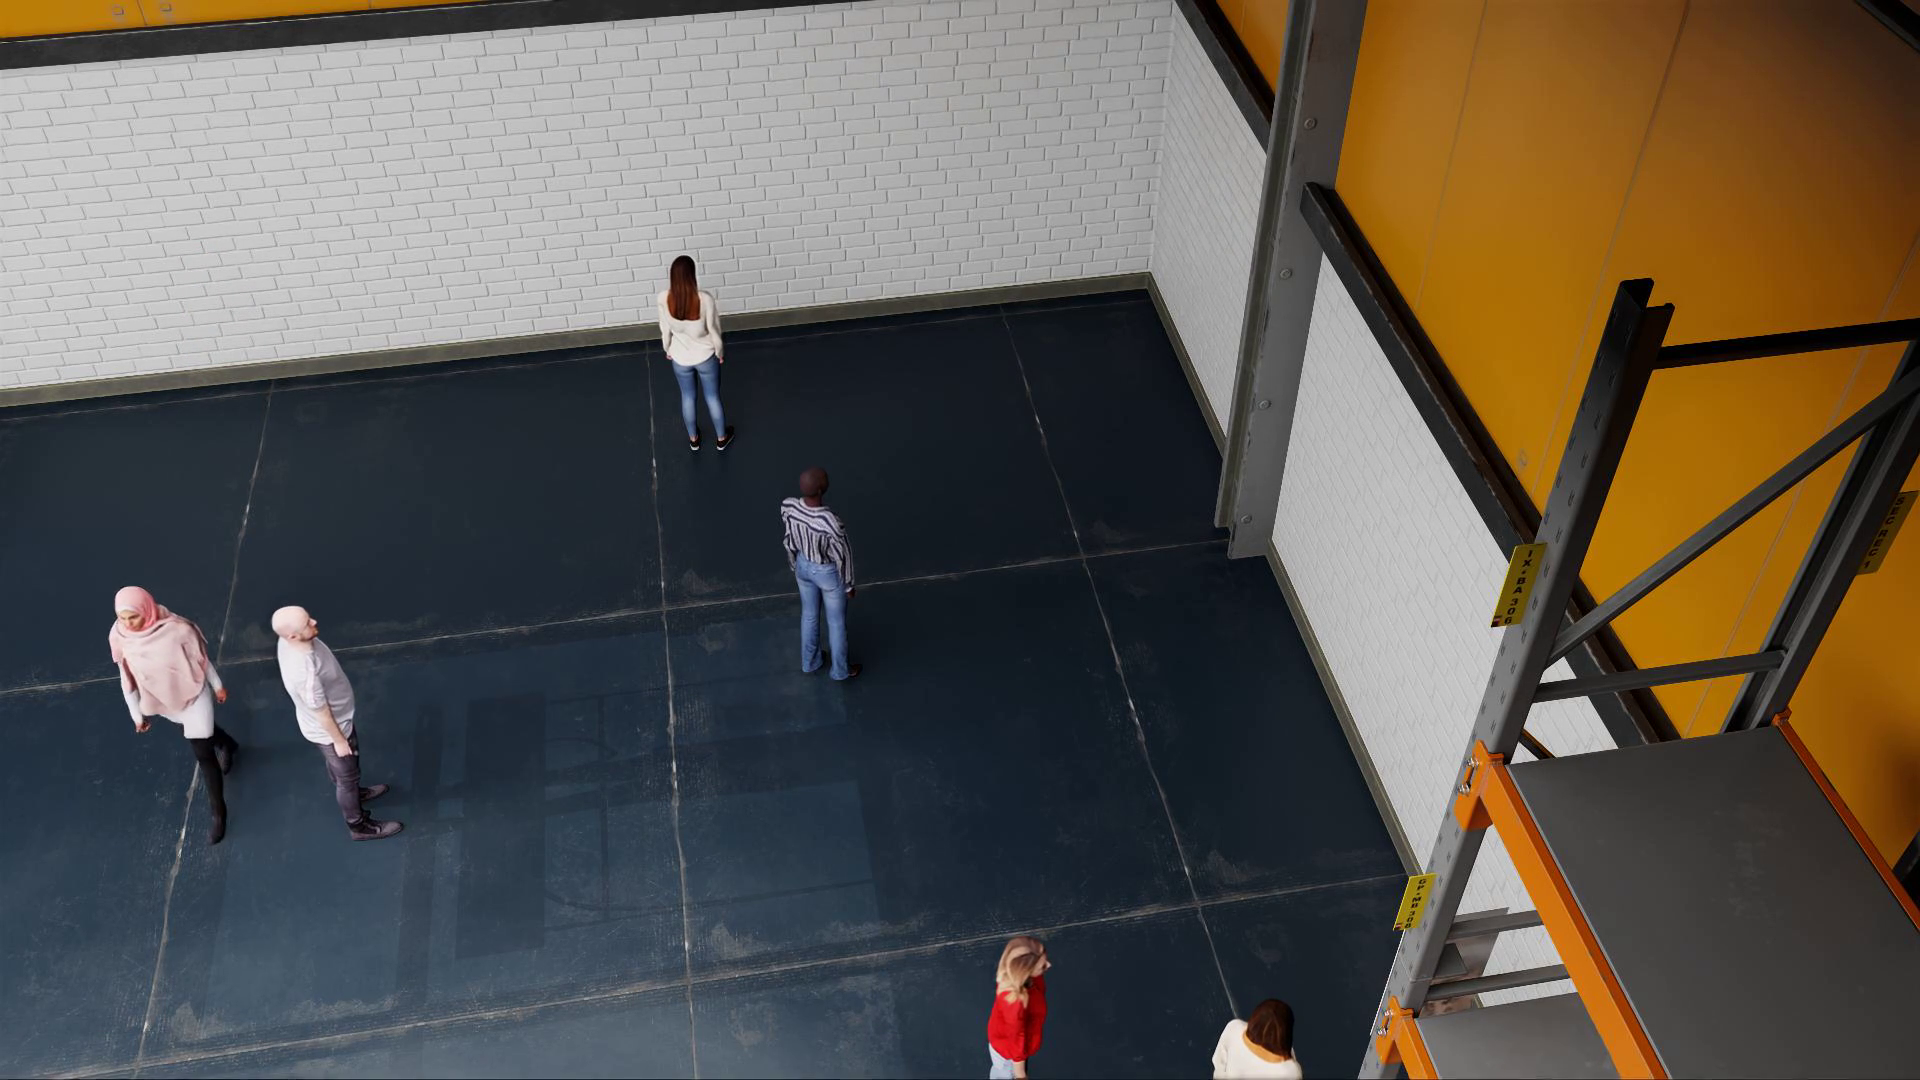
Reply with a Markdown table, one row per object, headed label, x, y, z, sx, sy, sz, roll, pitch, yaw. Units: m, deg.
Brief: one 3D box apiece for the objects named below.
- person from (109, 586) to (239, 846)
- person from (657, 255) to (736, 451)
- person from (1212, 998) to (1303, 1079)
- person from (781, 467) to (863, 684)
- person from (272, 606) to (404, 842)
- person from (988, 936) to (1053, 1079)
| label | x | y | z | sx | sy | sz | roll | pitch | yaw |
| --- | --- | --- | --- | --- | --- | --- | --- | --- | --- |
| person | -4.632 | 0.876 | 9.920 | 0.687 | 1.756 | 1.123 | -5 | 44 | -5 |
| person | -1.963 | -1.373 | 12.328 | 0.671 | 1.691 | 0.643 | 4 | 44 | 4 |
| person | 1.398 | 2.719 | 8.039 | 0.680 | 1.682 | 0.763 | 31 | 52 | 29 |
| person | -0.881 | 0.234 | 10.565 | 0.694 | 1.796 | 0.734 | 22 | 48 | 21 |
| person | -3.685 | 1.042 | 9.691 | 0.786 | 1.831 | 0.611 | -19 | 47 | -19 |
| person | 0.270 | 2.478 | 8.277 | 0.719 | 1.702 | 0.519 | 1 | 44 | 1 |
